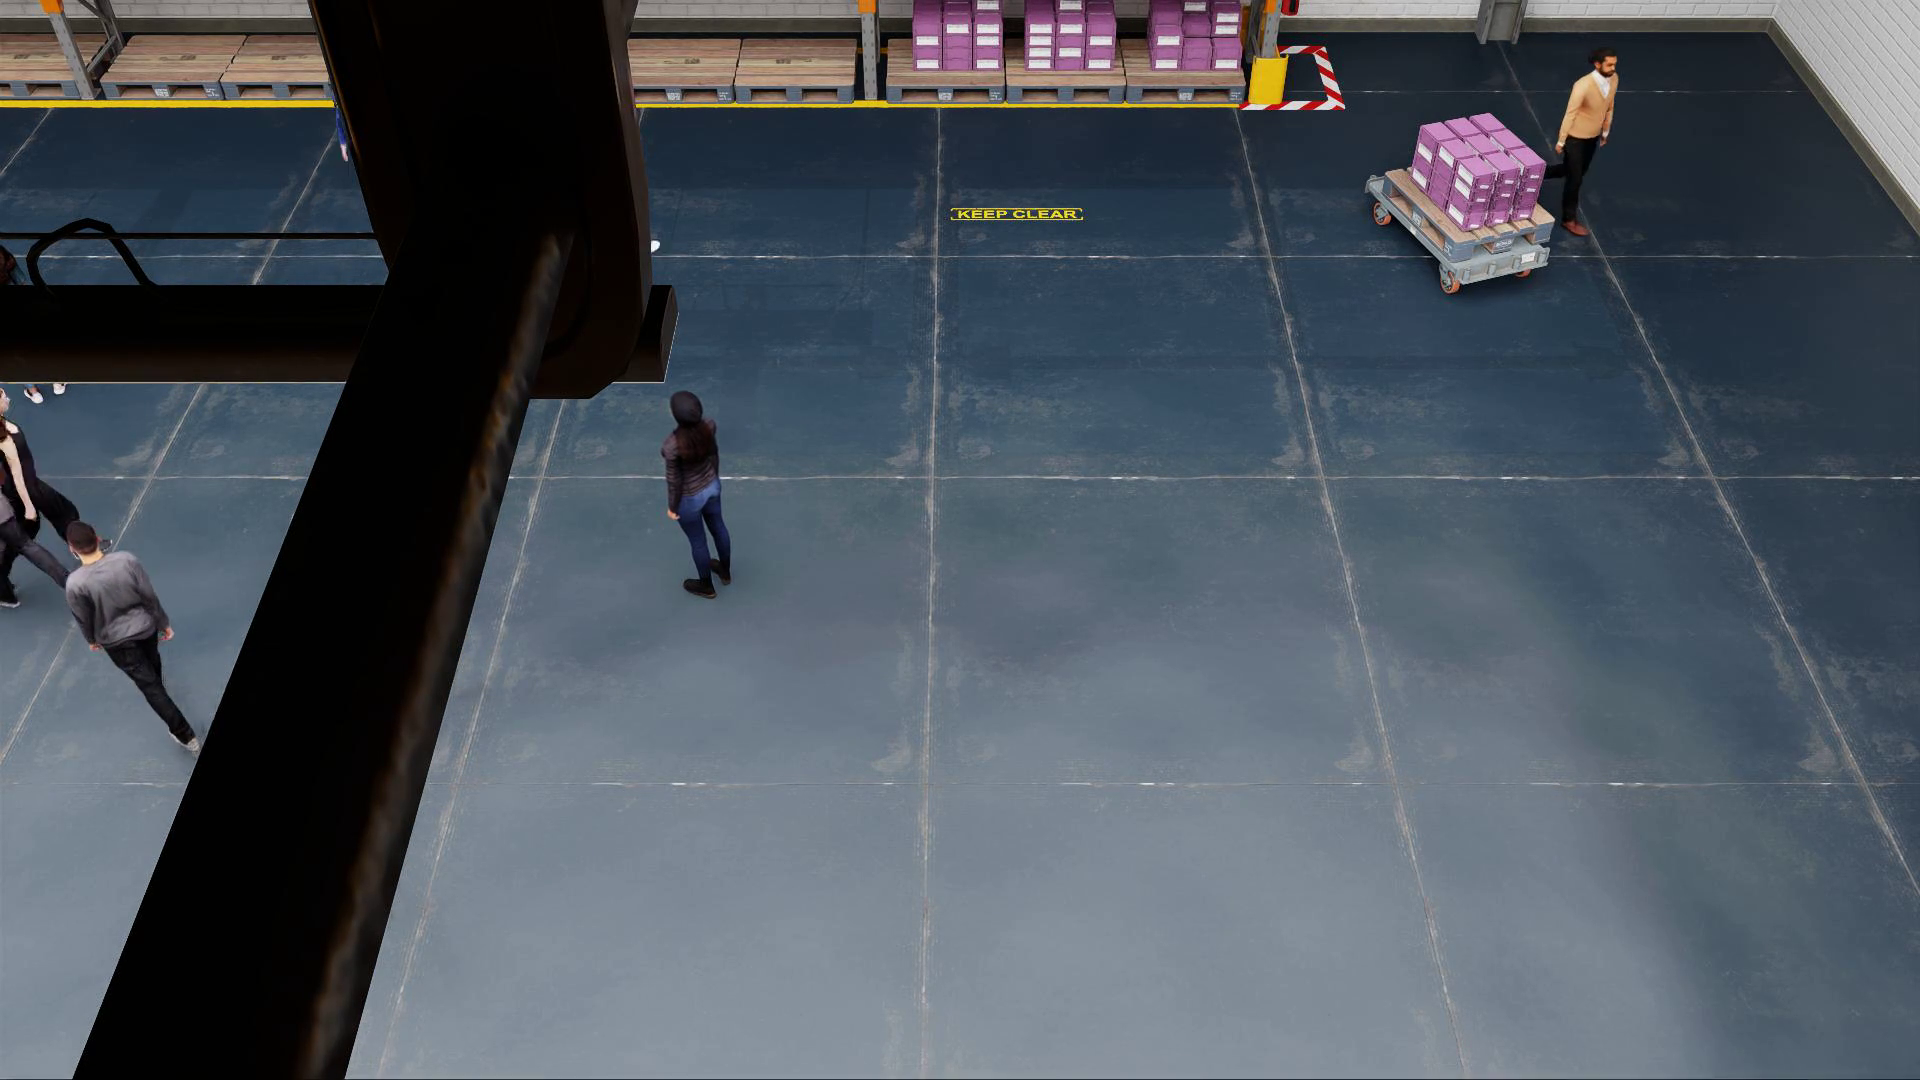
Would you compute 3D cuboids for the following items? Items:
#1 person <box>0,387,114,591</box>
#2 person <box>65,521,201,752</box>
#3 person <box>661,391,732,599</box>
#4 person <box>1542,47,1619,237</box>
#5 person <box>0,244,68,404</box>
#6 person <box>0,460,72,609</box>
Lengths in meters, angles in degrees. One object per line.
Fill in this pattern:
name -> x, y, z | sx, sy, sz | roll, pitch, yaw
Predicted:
person -> -6.505, -0.322, 11.370 | 1.171, 1.702, 1.077 | -35, 53, -31
person -> -5.139, 0.627, 10.364 | 1.194, 1.714, 1.128 | 34, 53, 30
person -> -1.785, -0.315, 11.331 | 0.757, 1.746, 0.715 | 29, 51, 27
person -> 5.472, -3.612, 14.802 | 1.104, 1.731, 1.073 | -24, 49, -23
person -> -7.422, -1.782, 12.964 | 0.694, 1.617, 0.772 | -26, 49, -24
person -> -6.481, -0.175, 11.127 | 1.177, 1.823, 0.964 | 17, 46, 17
